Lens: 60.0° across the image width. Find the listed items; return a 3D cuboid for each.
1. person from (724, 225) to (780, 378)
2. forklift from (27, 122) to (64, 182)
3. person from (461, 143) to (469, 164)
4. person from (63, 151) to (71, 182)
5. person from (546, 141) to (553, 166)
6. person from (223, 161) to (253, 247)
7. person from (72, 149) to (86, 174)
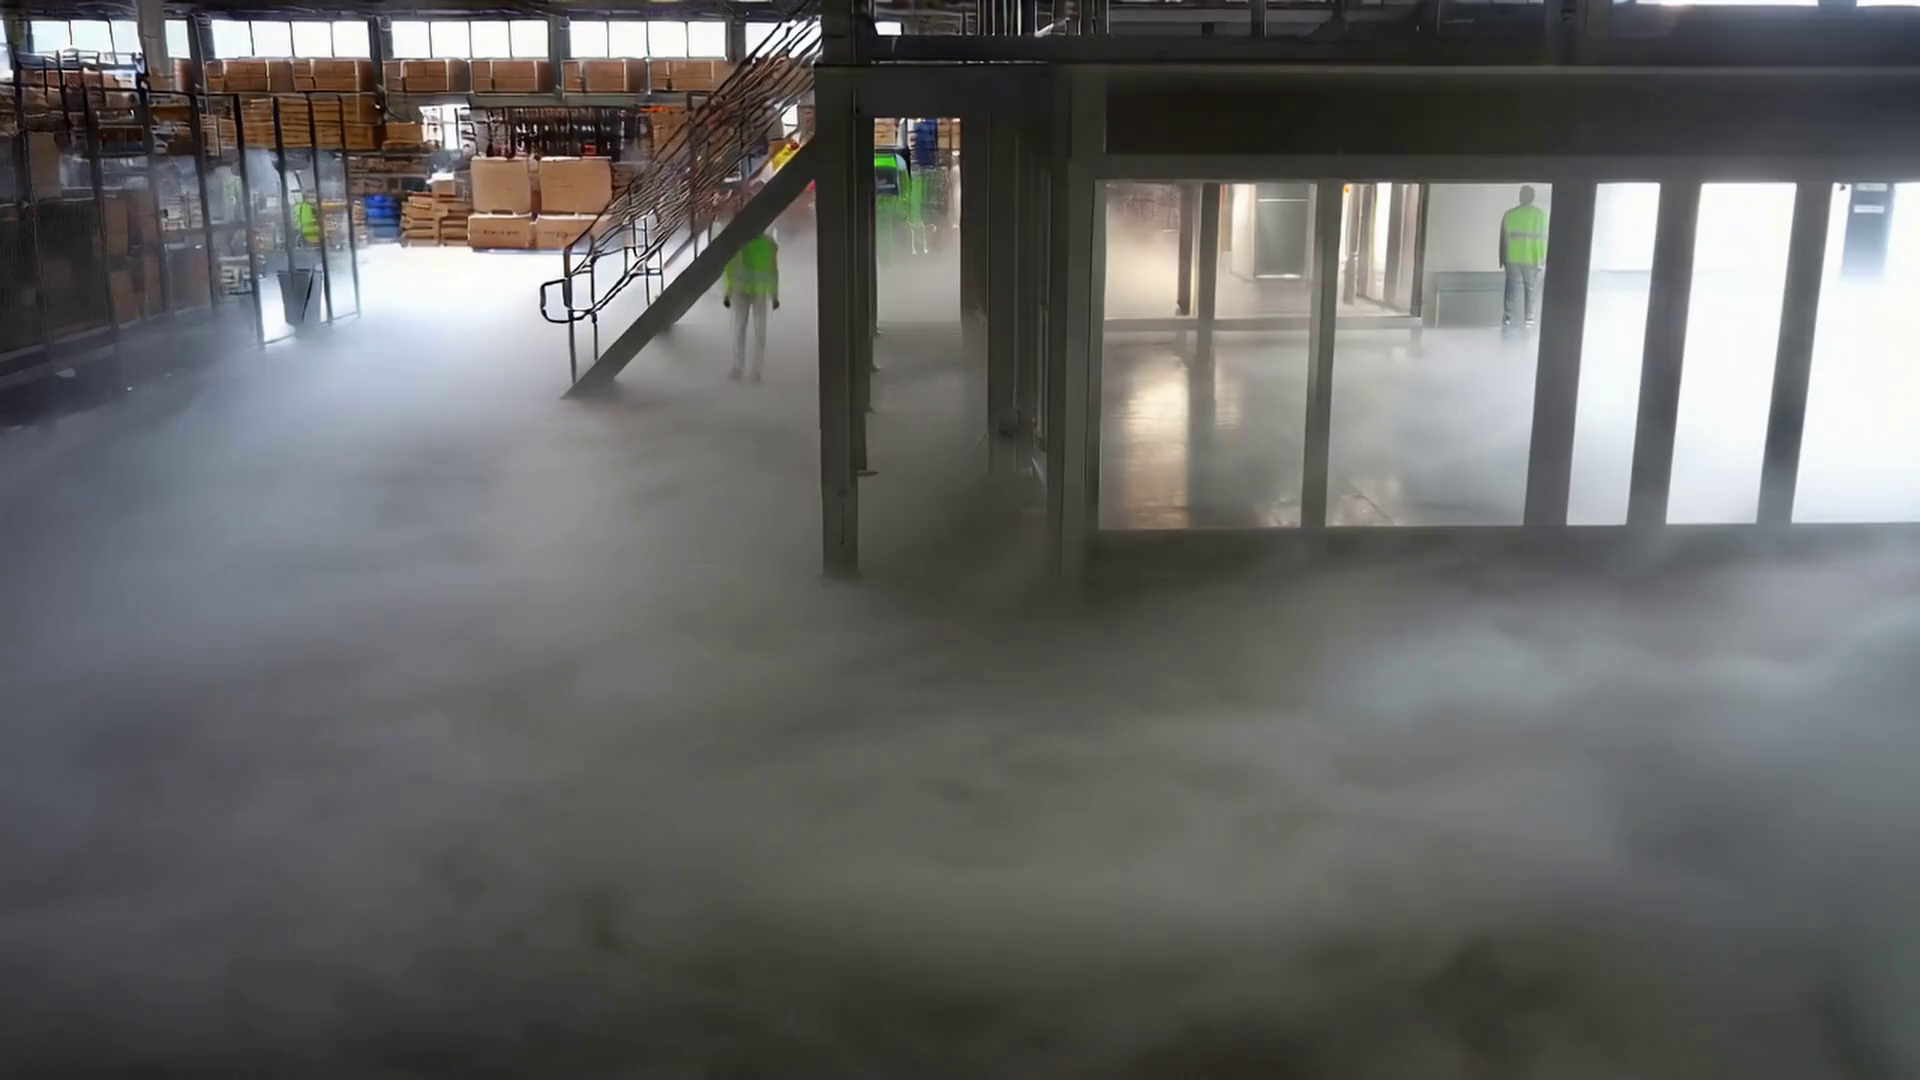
[{"bbox_3d":[-2.271,-2.704,18.179,0.617,1.870,0.413,-3,14,-12],"label":"person"},{"bbox_3d":[-35.376,-14.773,64.377,1.129,2.768,1.873,-1,14,-2],"label":"forklift"},{"bbox_3d":[-24.804,-19.046,83.621,0.751,1.813,0.599,-3,14,-11],"label":"person"},{"bbox_3d":[-33.308,-13.661,62.213,0.554,1.749,0.385,9,16,31],"label":"person"},{"bbox_3d":[-20.713,-19.111,83.694,0.868,1.914,0.614,-4,15,-15],"label":"person"},{"bbox_3d":[-16.235,-7.554,37.462,0.879,1.933,0.598,-4,15,-16],"label":"person"},{"bbox_3d":[-38.844,-16.405,73.360,0.525,1.663,0.850,-8,16,-29],"label":"person"}]
